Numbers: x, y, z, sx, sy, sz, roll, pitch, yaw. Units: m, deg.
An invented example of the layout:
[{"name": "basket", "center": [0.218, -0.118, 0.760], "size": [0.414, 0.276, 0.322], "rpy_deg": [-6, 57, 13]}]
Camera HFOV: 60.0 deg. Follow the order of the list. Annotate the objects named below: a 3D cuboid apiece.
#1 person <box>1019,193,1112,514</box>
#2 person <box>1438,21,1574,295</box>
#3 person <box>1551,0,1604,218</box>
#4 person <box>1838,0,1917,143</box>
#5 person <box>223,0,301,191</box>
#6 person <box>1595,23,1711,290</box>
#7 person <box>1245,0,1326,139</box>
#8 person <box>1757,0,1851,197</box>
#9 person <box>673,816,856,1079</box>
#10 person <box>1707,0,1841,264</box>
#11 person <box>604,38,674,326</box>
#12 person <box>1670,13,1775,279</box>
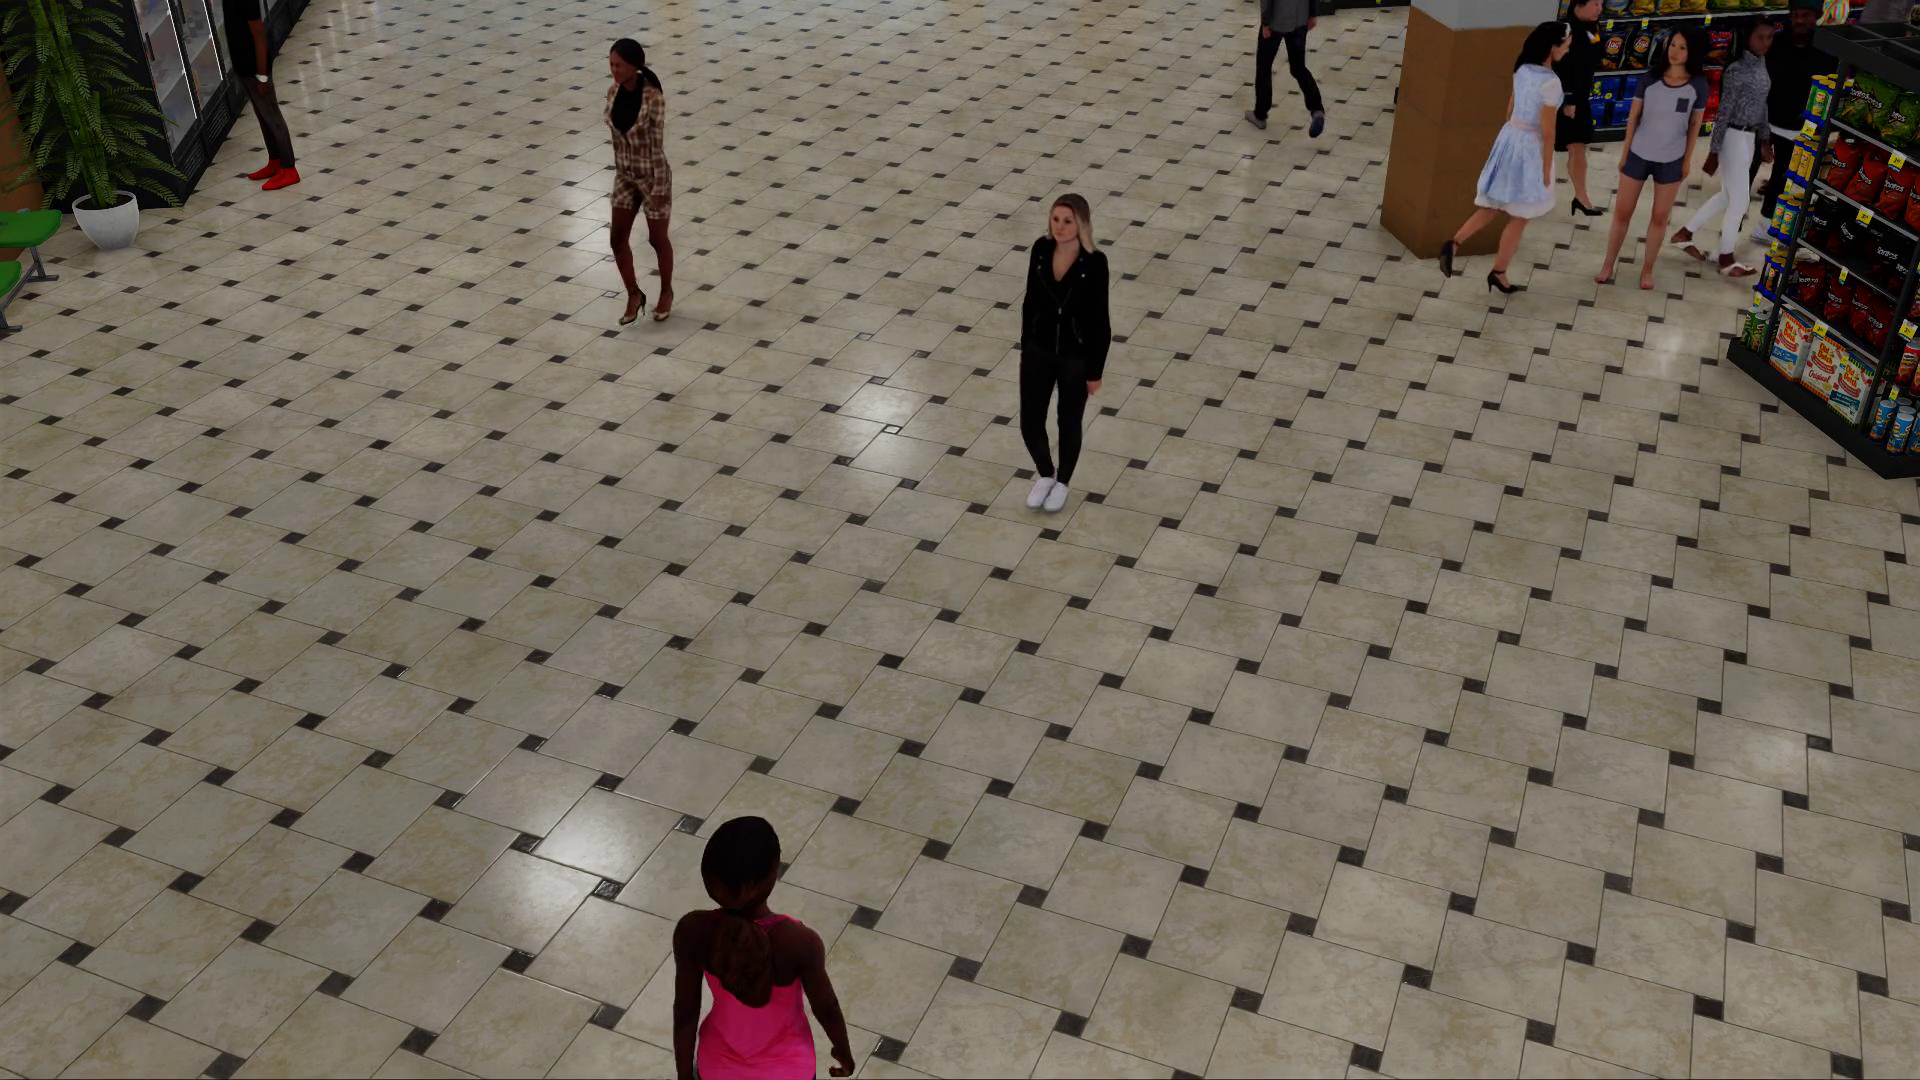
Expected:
[{"name": "person", "center": [0.542, -0.939, 8.260], "size": [0.683, 1.680, 0.783], "rpy_deg": [13, 34, 20]}, {"name": "person", "center": [3.421, -2.311, 10.365], "size": [0.971, 1.786, 0.736], "rpy_deg": [-12, 34, -19]}, {"name": "person", "center": [4.199, -3.121, 11.800], "size": [1.005, 1.645, 0.982], "rpy_deg": [-20, 37, -29]}, {"name": "person", "center": [6.910, -3.634, 12.397], "size": [0.975, 1.887, 0.854], "rpy_deg": [6, 32, 9]}, {"name": "person", "center": [-5.215, -3.523, 12.296], "size": [0.697, 1.804, 0.719], "rpy_deg": [-21, 38, -30]}, {"name": "person", "center": [4.484, -2.468, 10.691], "size": [0.646, 1.707, 0.737], "rpy_deg": [14, 34, 21]}, {"name": "person", "center": [2.631, -4.096, 13.187], "size": [1.153, 1.836, 0.917], "rpy_deg": [-12, 34, -19]}, {"name": "person", "center": [6.195, -3.359, 12.060], "size": [0.791, 1.775, 0.669], "rpy_deg": [-11, 34, -17]}, {"name": "person", "center": [-0.554, 1.489, 4.345], "size": [1.026, 1.695, 0.898], "rpy_deg": [6, 32, 10]}, {"name": "person", "center": [5.463, -2.748, 11.075], "size": [1.041, 1.778, 1.063], "rpy_deg": [8, 33, 13]}, {"name": "person", "center": [-1.883, -2.188, 10.172], "size": [0.734, 1.781, 0.796], "rpy_deg": [13, 34, 20]}, {"name": "person", "center": [4.984, -2.574, 10.872], "size": [0.940, 1.696, 0.934], "rpy_deg": [27, 41, 36]}]
